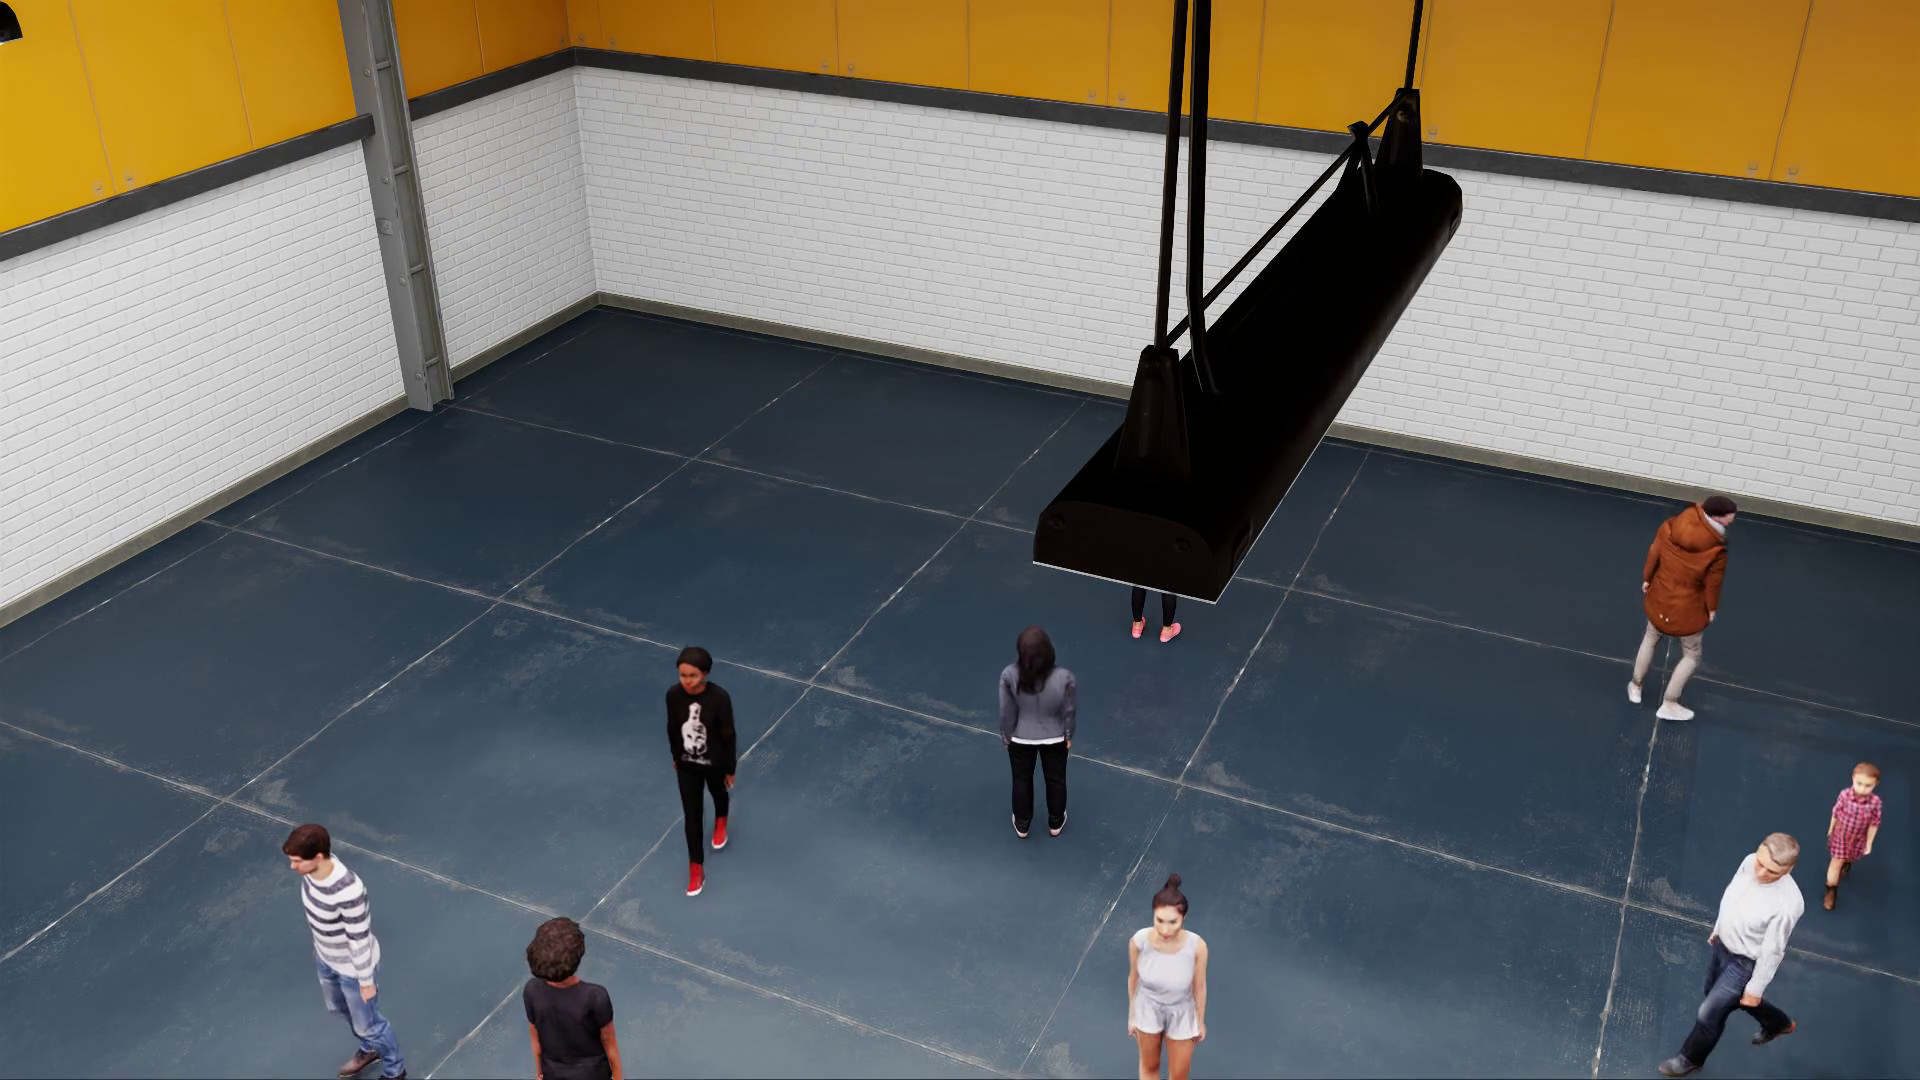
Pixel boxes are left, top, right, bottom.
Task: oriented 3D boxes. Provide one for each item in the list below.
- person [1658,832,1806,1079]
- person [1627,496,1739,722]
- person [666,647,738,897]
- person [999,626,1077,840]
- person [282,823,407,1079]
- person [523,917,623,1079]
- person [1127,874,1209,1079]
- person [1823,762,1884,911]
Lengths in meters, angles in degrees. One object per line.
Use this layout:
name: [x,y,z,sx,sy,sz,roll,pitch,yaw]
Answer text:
person: [4.280,2.242,8.933,1.000,1.778,1.036,1,29,1]
person: [5.242,0.451,12.175,0.882,1.817,0.873,21,35,33]
person: [-1.624,1.372,10.678,0.873,1.634,1.146,2,29,3]
person: [0.512,1.264,10.916,0.766,1.596,0.778,2,29,3]
person: [-3.270,2.215,8.924,0.715,1.834,0.671,22,36,35]
person: [-1.902,2.648,8.185,0.822,1.781,1.105,3,29,5]
person: [1.092,2.425,8.782,0.649,1.602,0.675,5,29,9]
person: [5.654,1.822,10.508,0.430,1.006,0.729,14,32,24]
